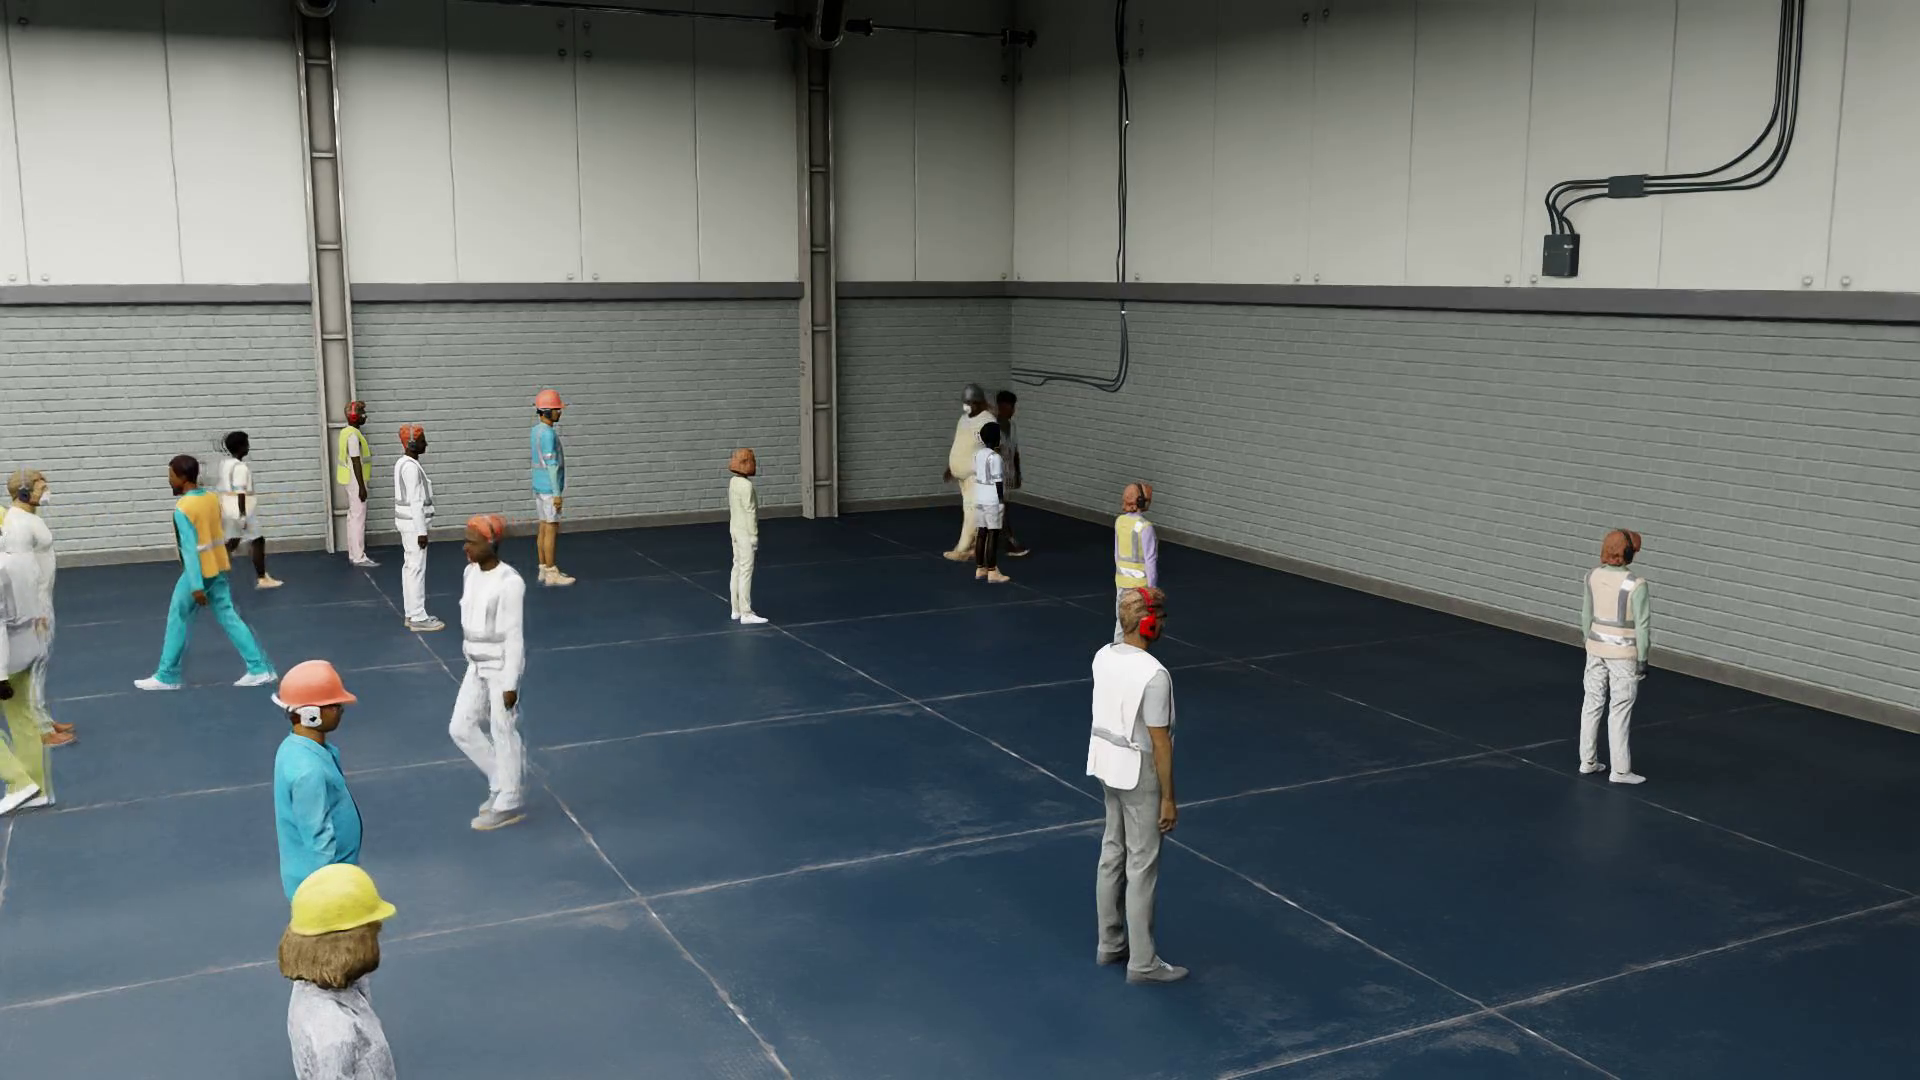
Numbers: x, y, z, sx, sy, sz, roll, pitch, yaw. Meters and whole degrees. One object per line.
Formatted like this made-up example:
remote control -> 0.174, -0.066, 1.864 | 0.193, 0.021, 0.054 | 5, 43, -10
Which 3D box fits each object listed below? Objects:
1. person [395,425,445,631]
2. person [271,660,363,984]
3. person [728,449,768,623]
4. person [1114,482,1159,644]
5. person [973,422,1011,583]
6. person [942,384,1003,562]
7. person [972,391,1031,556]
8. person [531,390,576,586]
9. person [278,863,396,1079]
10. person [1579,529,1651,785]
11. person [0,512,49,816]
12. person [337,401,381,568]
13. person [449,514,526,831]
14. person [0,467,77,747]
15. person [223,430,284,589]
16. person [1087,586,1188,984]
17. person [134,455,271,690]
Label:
person -> -4.968, -0.112, 15.205 | 0.355, 1.882, 0.576 | -5, 10, -27
person -> -2.542, 1.341, 6.642 | 0.321, 1.754, 0.563 | -5, 10, -27
person -> -2.001, -0.040, 15.523 | 0.286, 1.633, 0.500 | -5, 10, -27
person -> 1.374, 0.366, 13.004 | 0.307, 1.641, 0.514 | -5, 10, -27
person -> 0.324, -0.399, 17.544 | 0.318, 1.697, 0.535 | -5, 10, -27
person -> 0.059, -0.783, 18.850 | 0.791, 2.000, 0.701 | -5, 10, -28
person -> 0.459, -0.788, 19.327 | 1.016, 1.902, 0.632 | 8, 12, 41
person -> -4.265, -0.542, 17.358 | 0.370, 2.044, 0.608 | -5, 10, -27
person -> -1.618, 1.705, 4.434 | 0.292, 1.745, 0.487 | -5, 10, -27
person -> 4.198, 0.745, 10.672 | 0.307, 1.641, 0.514 | -5, 10, -27
person -> -5.769, 0.719, 9.997 | 0.440, 1.911, 0.589 | -2, 9, -10
person -> -6.684, -0.613, 18.404 | 0.389, 1.846, 0.567 | -5, 10, -27
person -> -2.755, 0.779, 9.738 | 0.602, 1.872, 0.413 | 9, 13, 44
person -> -6.394, 0.461, 11.502 | 0.372, 1.940, 0.632 | -5, 10, -27
person -> -7.406, -0.291, 16.961 | 0.793, 1.665, 0.532 | -7, 12, -39
person -> 0.801, 1.124, 7.695 | 0.389, 1.848, 0.567 | -5, 10, -27
person -> -5.934, 0.258, 12.997 | 1.019, 1.870, 0.595 | 1, 9, 5
